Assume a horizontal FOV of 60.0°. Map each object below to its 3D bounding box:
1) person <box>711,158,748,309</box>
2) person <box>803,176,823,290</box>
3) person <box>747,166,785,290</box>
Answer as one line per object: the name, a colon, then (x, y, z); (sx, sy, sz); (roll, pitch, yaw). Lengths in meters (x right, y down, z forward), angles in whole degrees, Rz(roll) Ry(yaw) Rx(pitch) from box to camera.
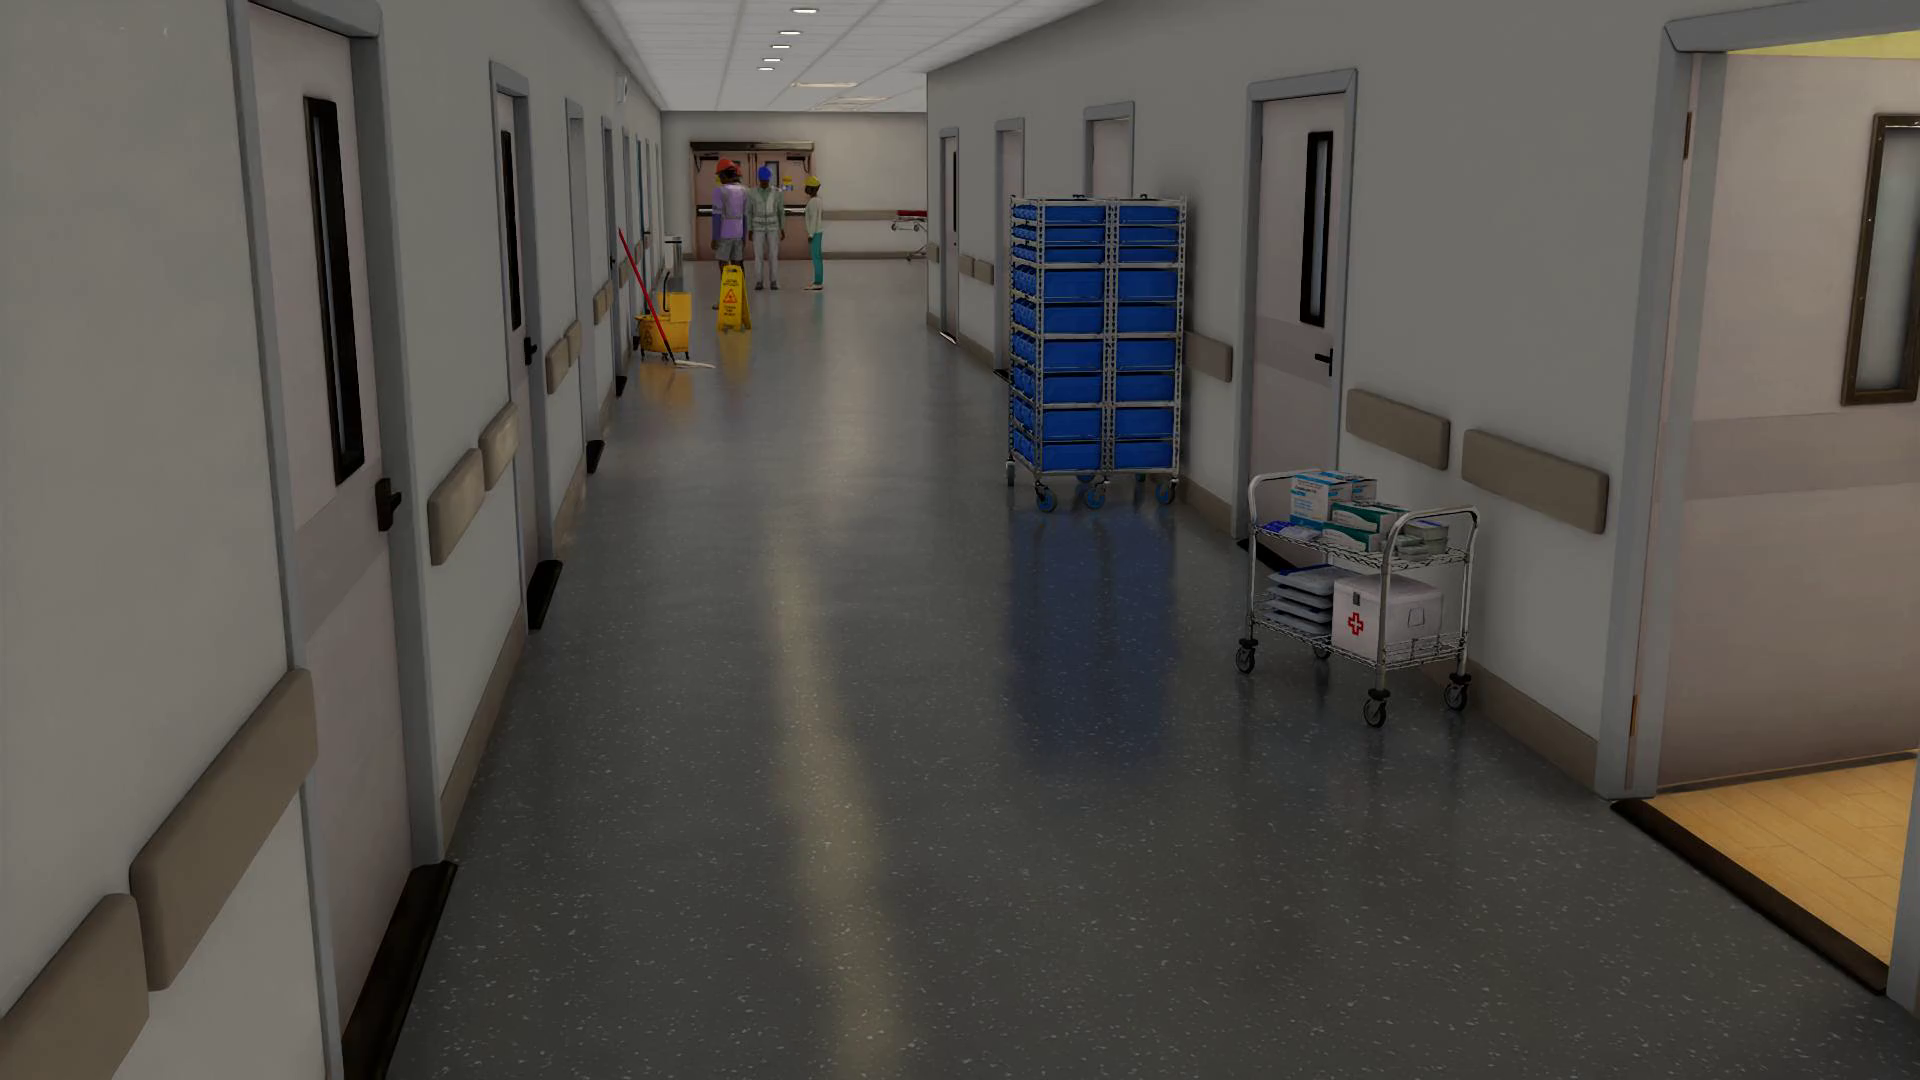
person: (-3.149, -4.150, 22.612); (0.403, 2.031, 0.613); (9, 16, 36)
person: (-2.311, -4.828, 26.201); (0.304, 1.772, 0.528); (1, 13, 3)
person: (-3.058, -4.893, 26.139); (0.617, 1.924, 0.460); (-2, 13, -7)
